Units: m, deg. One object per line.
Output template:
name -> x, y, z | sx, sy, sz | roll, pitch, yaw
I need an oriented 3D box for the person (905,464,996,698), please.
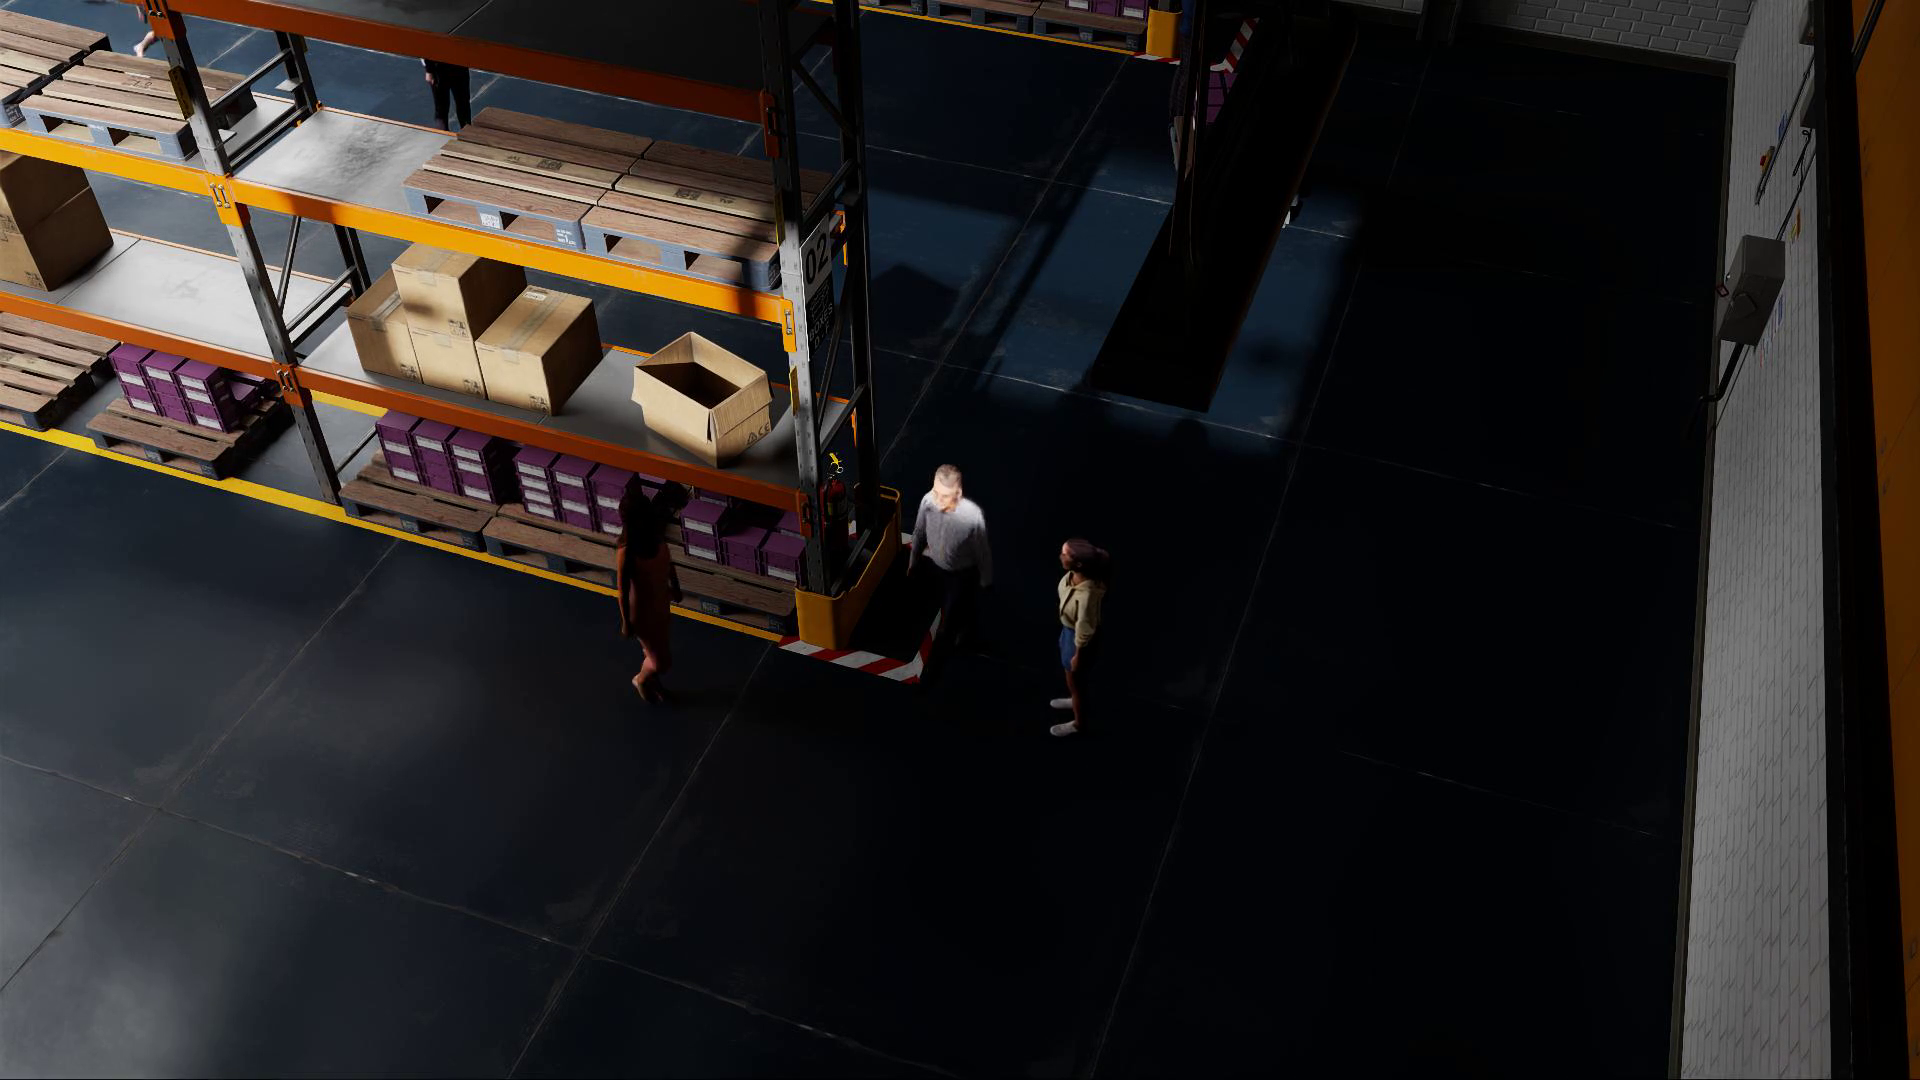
person -> 0.028, 0.139, 10.747 | 1.076, 1.783, 0.987 | 32, 52, 29

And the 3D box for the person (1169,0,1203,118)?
person -> 2.236, -4.838, 15.906 | 0.700, 1.871, 0.734 | -4, 44, -5

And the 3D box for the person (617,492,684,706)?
person -> -2.040, 0.387, 10.458 | 0.635, 1.822, 0.655 | 16, 46, 17

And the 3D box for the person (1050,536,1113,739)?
person -> 0.753, 0.594, 10.380 | 0.691, 1.629, 0.718 | -1, 44, -1
